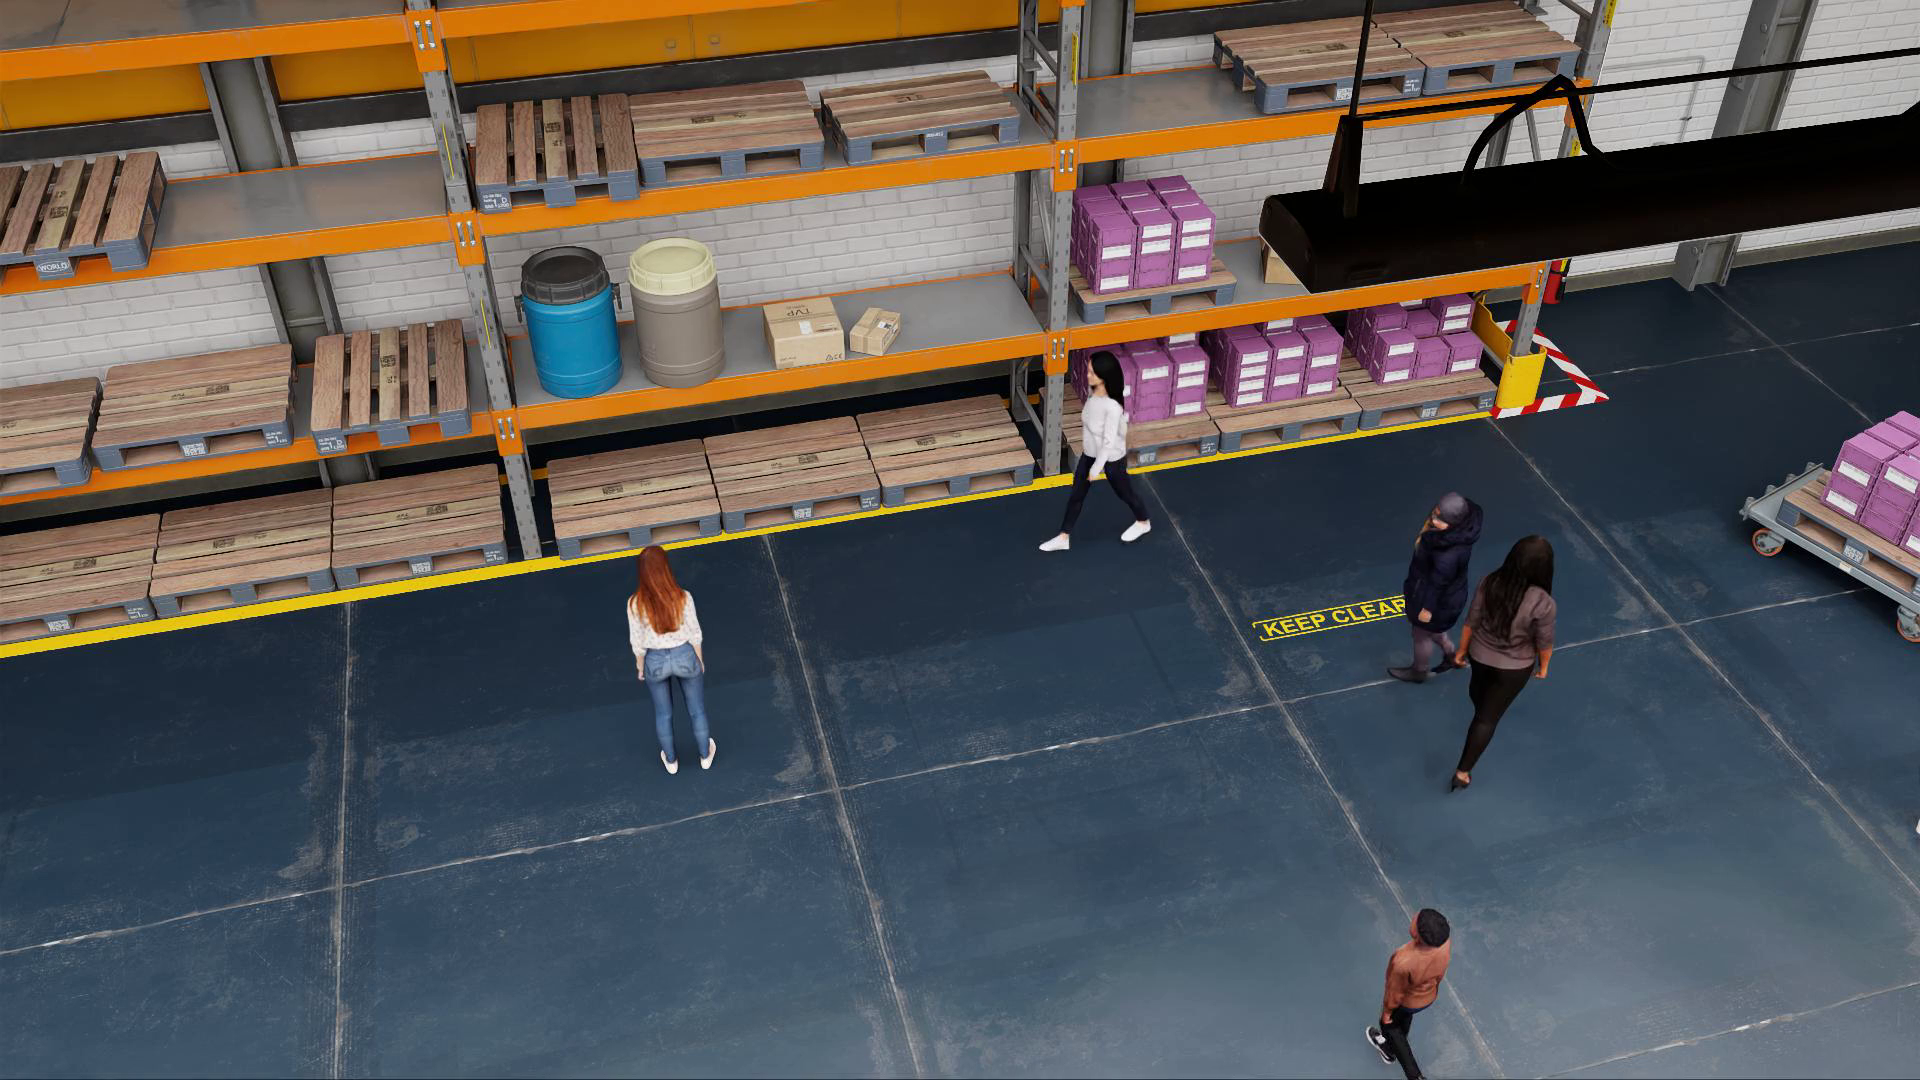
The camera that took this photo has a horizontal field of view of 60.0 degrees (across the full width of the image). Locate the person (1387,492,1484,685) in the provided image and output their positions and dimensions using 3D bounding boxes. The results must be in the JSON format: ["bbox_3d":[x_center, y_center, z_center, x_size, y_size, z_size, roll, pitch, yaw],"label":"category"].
[{"bbox_3d":[3.131,0.350,10.649,0.908,1.645,0.850,16,41,19],"label":"person"}]

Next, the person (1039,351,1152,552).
[{"bbox_3d":[1.118,-0.613,11.849,1.157,1.653,0.765,-17,42,-21],"label":"person"}]

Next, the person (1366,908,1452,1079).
[{"bbox_3d":[2.329,2.355,8.461,0.751,1.243,0.675,-17,42,-20],"label":"person"}]

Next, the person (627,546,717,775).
[{"bbox_3d":[-1.753,0.741,10.094,0.479,1.728,0.655,-5,39,-7],"label":"person"}]

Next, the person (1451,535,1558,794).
[{"bbox_3d":[3.176,0.798,9.963,1.013,1.801,1.184,30,48,32],"label":"person"}]
